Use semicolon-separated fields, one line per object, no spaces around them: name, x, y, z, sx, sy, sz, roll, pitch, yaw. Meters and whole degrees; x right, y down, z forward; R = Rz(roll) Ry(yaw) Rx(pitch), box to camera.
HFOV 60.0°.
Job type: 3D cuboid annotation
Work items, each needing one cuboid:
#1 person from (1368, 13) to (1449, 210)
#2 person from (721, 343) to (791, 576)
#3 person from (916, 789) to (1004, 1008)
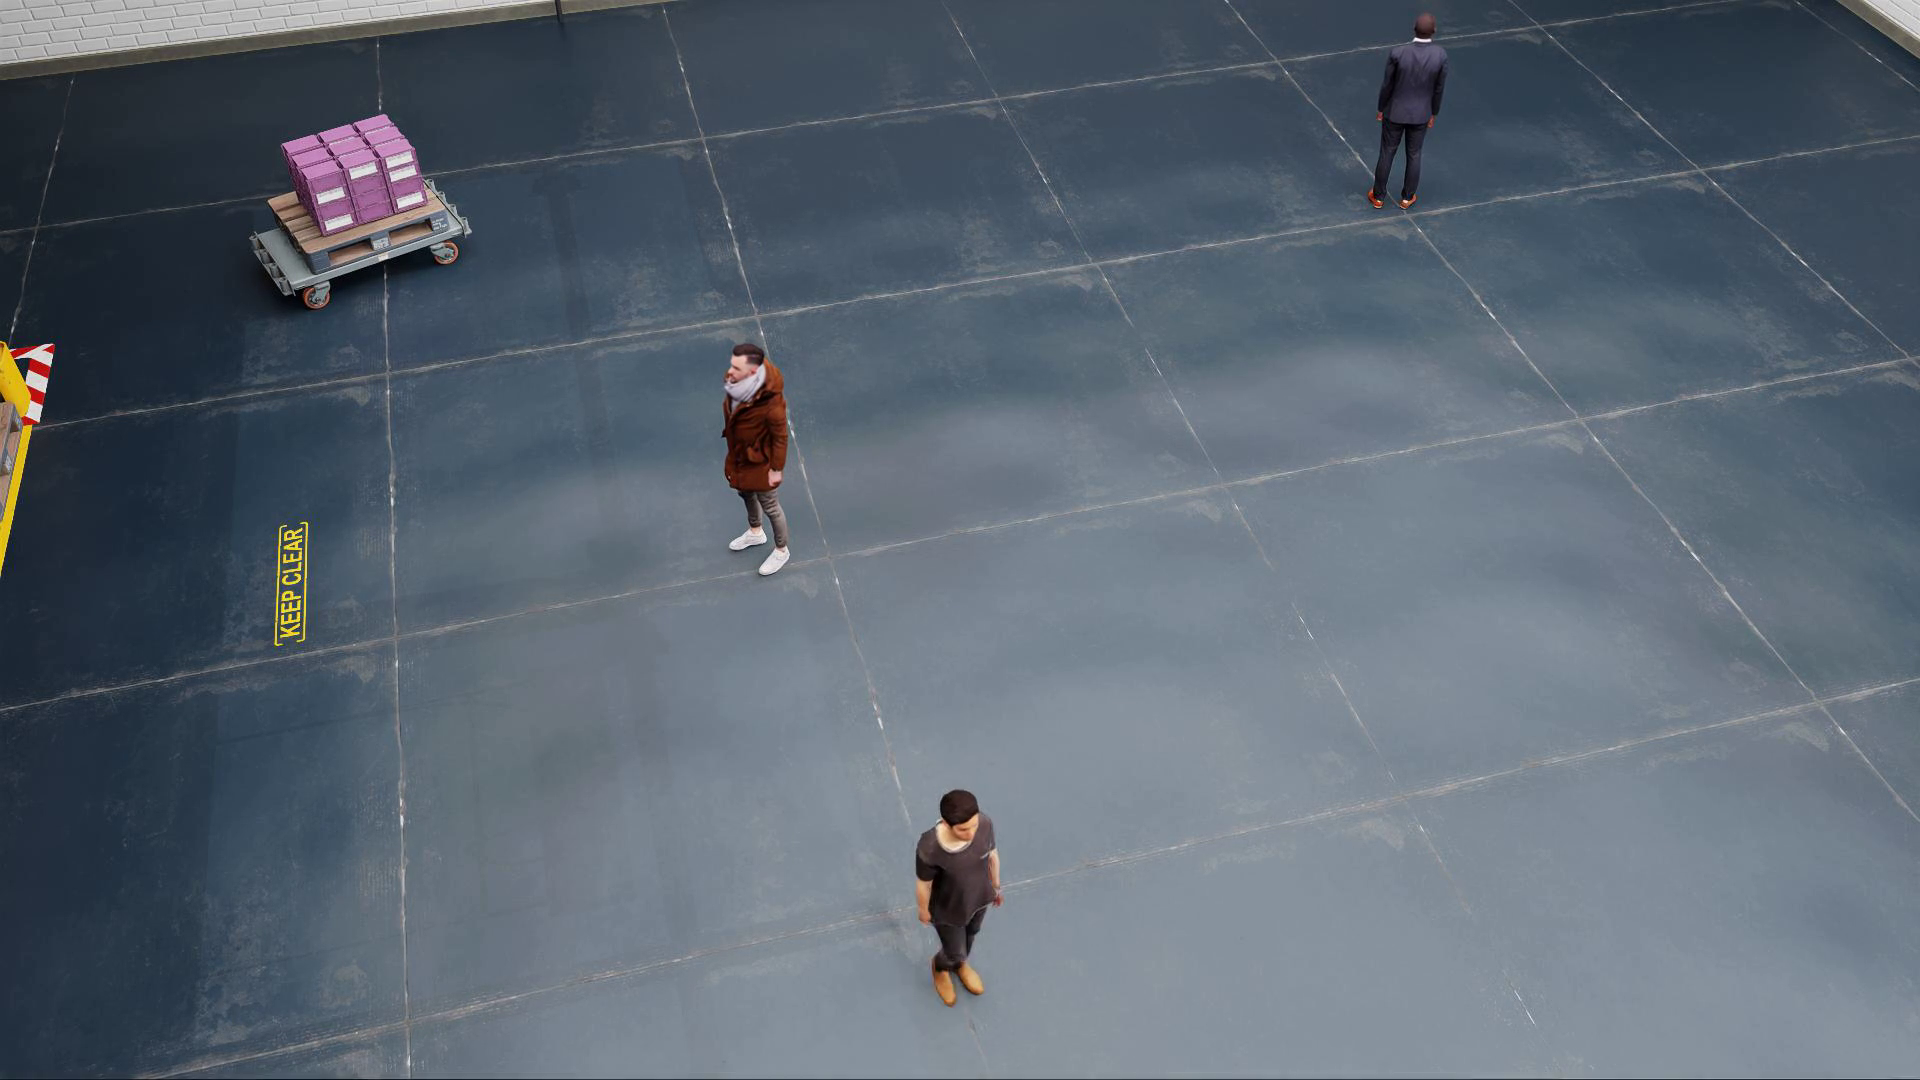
person;3.921;-3.742;14.562;0.780;1.824;0.767;7;44;8
person;-1.376;-0.574;11.225;0.898;1.839;0.808;-33;52;-30
person;-0.046;1.815;8.815;0.699;1.703;0.693;-28;50;-26
